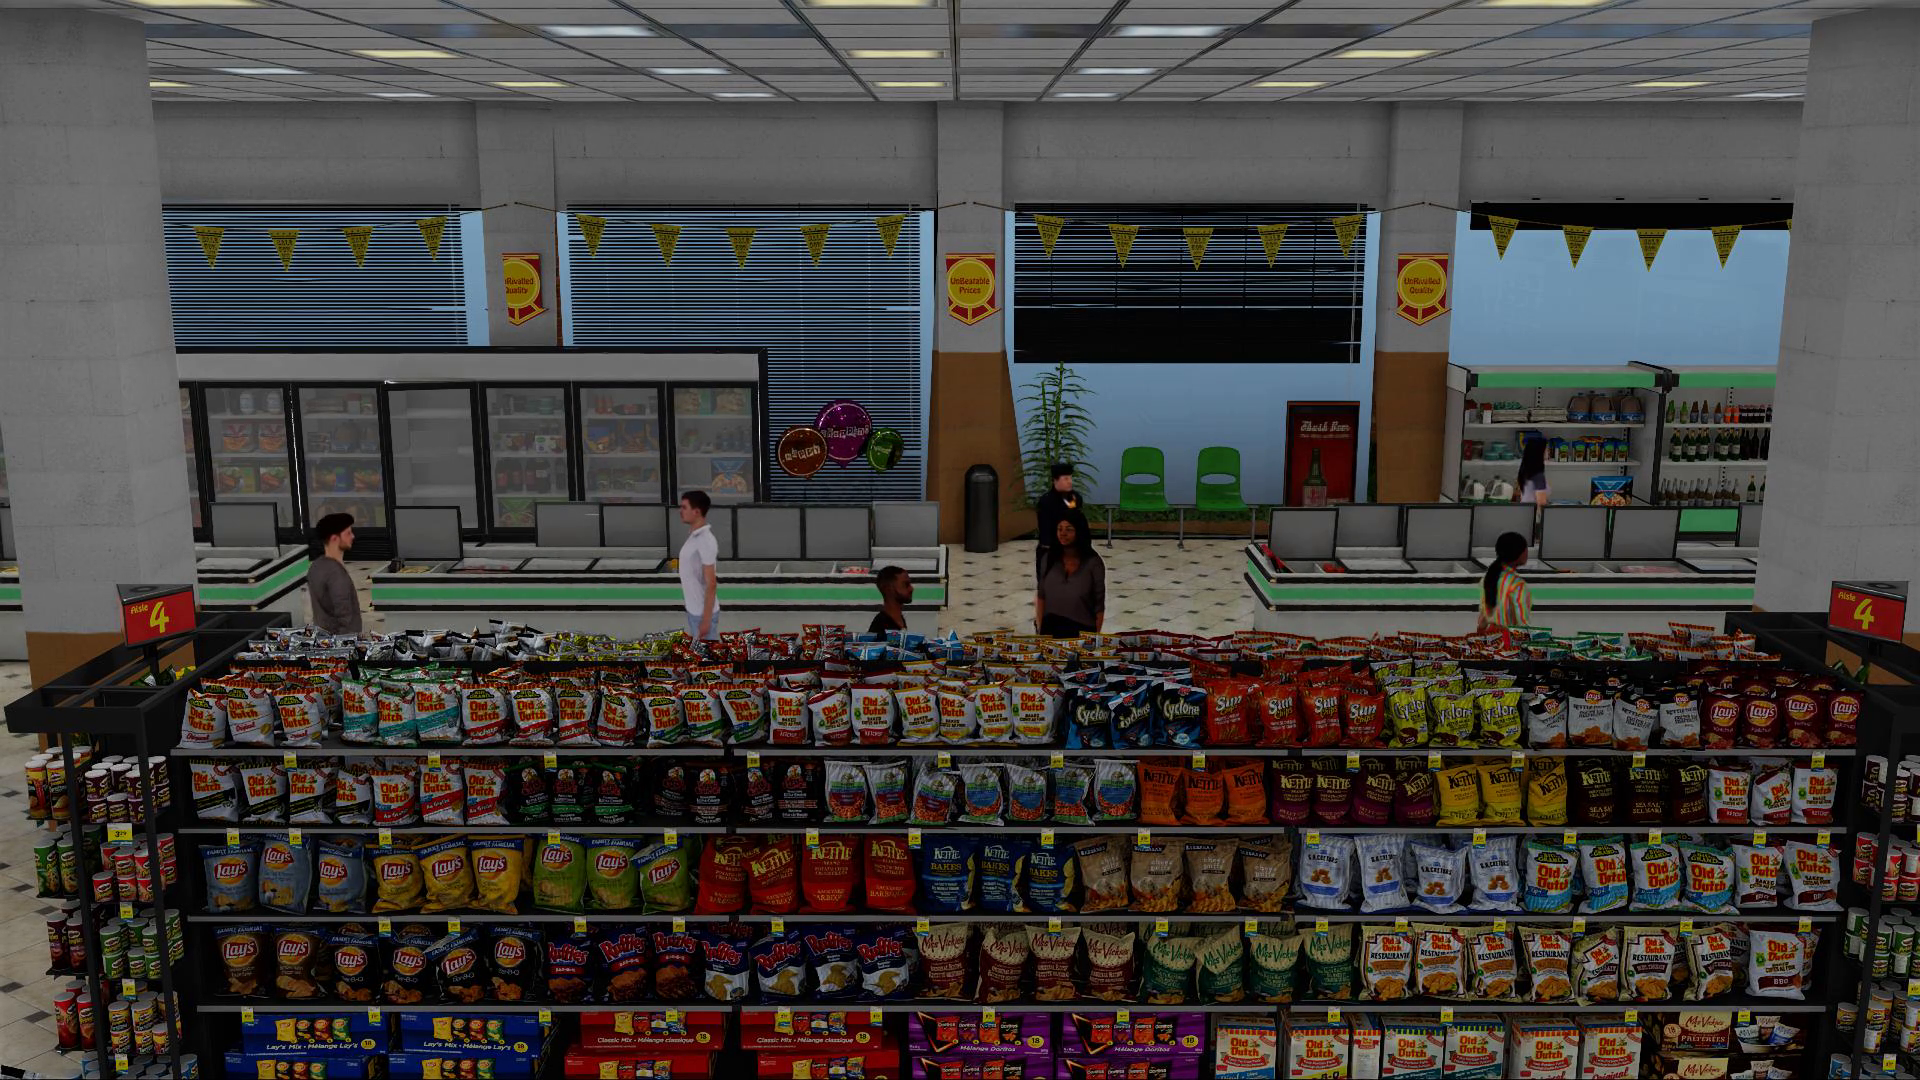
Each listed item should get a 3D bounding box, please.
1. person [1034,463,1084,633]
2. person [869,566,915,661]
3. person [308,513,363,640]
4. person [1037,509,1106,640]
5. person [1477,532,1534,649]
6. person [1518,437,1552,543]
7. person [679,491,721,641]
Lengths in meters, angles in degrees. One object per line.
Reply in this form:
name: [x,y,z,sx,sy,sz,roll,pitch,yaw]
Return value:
person: [0.836,0.135,14.988,1.122,1.629,1.123,-9,15,-35]
person: [-0.517,1.064,10.240,1.279,1.768,0.892,3,12,16]
person: [-4.324,0.765,11.363,0.832,1.889,0.825,-6,13,-28]
person: [0.787,0.683,11.868,0.654,1.842,0.788,4,13,19]
person: [3.598,0.858,11.292,1.234,1.737,0.852,-4,12,-17]
person: [5.507,-0.148,16.225,1.101,1.673,0.653,1,12,4]
person: [-1.936,0.538,12.541,0.656,1.849,0.716,-4,13,-18]
